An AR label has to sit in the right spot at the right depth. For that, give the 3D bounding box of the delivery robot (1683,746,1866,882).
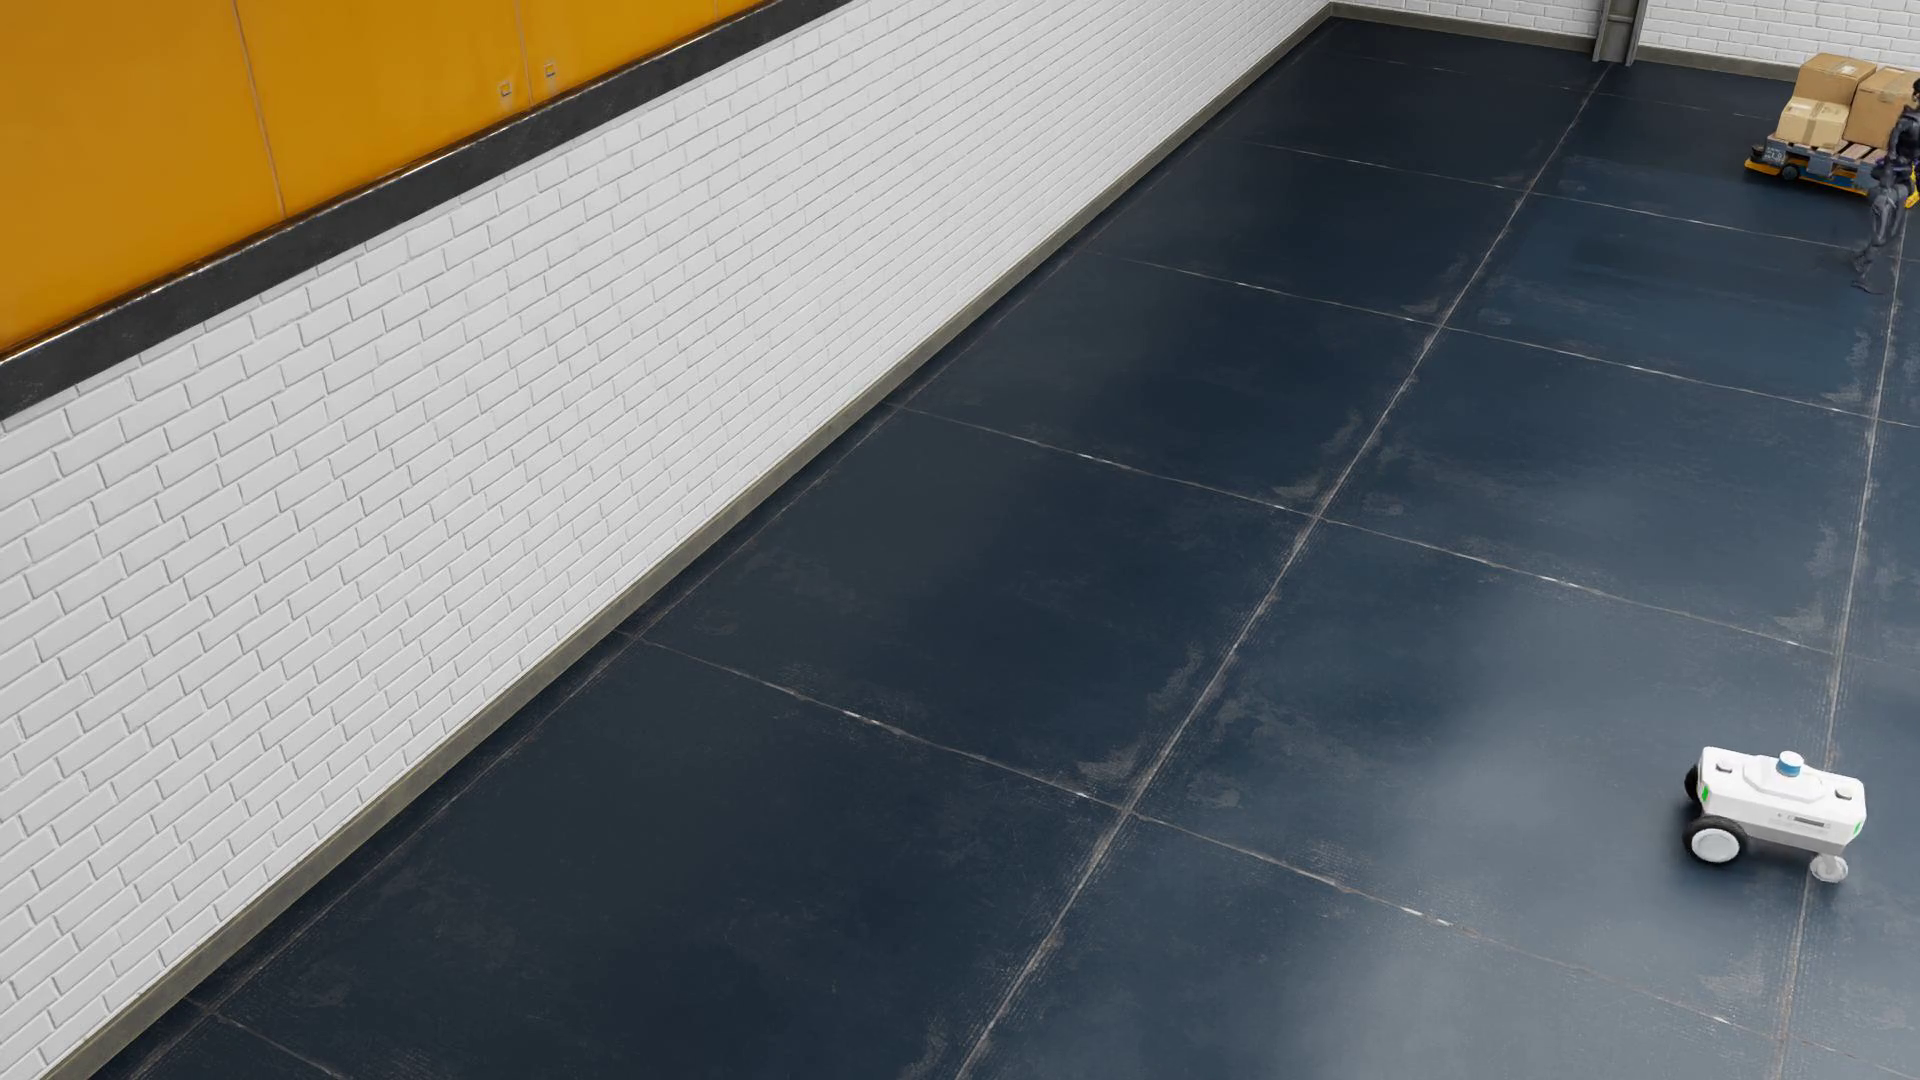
[{"bbox_3d":[3.824,1.252,7.860,0.779,0.597,0.499,12,36,17],"label":"delivery robot"}]

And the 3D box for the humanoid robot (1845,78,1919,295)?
[{"bbox_3d":[7.237,-2.771,12.866,0.602,1.650,0.498,-19,38,-26],"label":"humanoid robot"}]

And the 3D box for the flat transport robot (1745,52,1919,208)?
[{"bbox_3d":[7.902,-3.333,14.936,1.431,0.231,0.659,27,42,34],"label":"flat transport robot"}]
